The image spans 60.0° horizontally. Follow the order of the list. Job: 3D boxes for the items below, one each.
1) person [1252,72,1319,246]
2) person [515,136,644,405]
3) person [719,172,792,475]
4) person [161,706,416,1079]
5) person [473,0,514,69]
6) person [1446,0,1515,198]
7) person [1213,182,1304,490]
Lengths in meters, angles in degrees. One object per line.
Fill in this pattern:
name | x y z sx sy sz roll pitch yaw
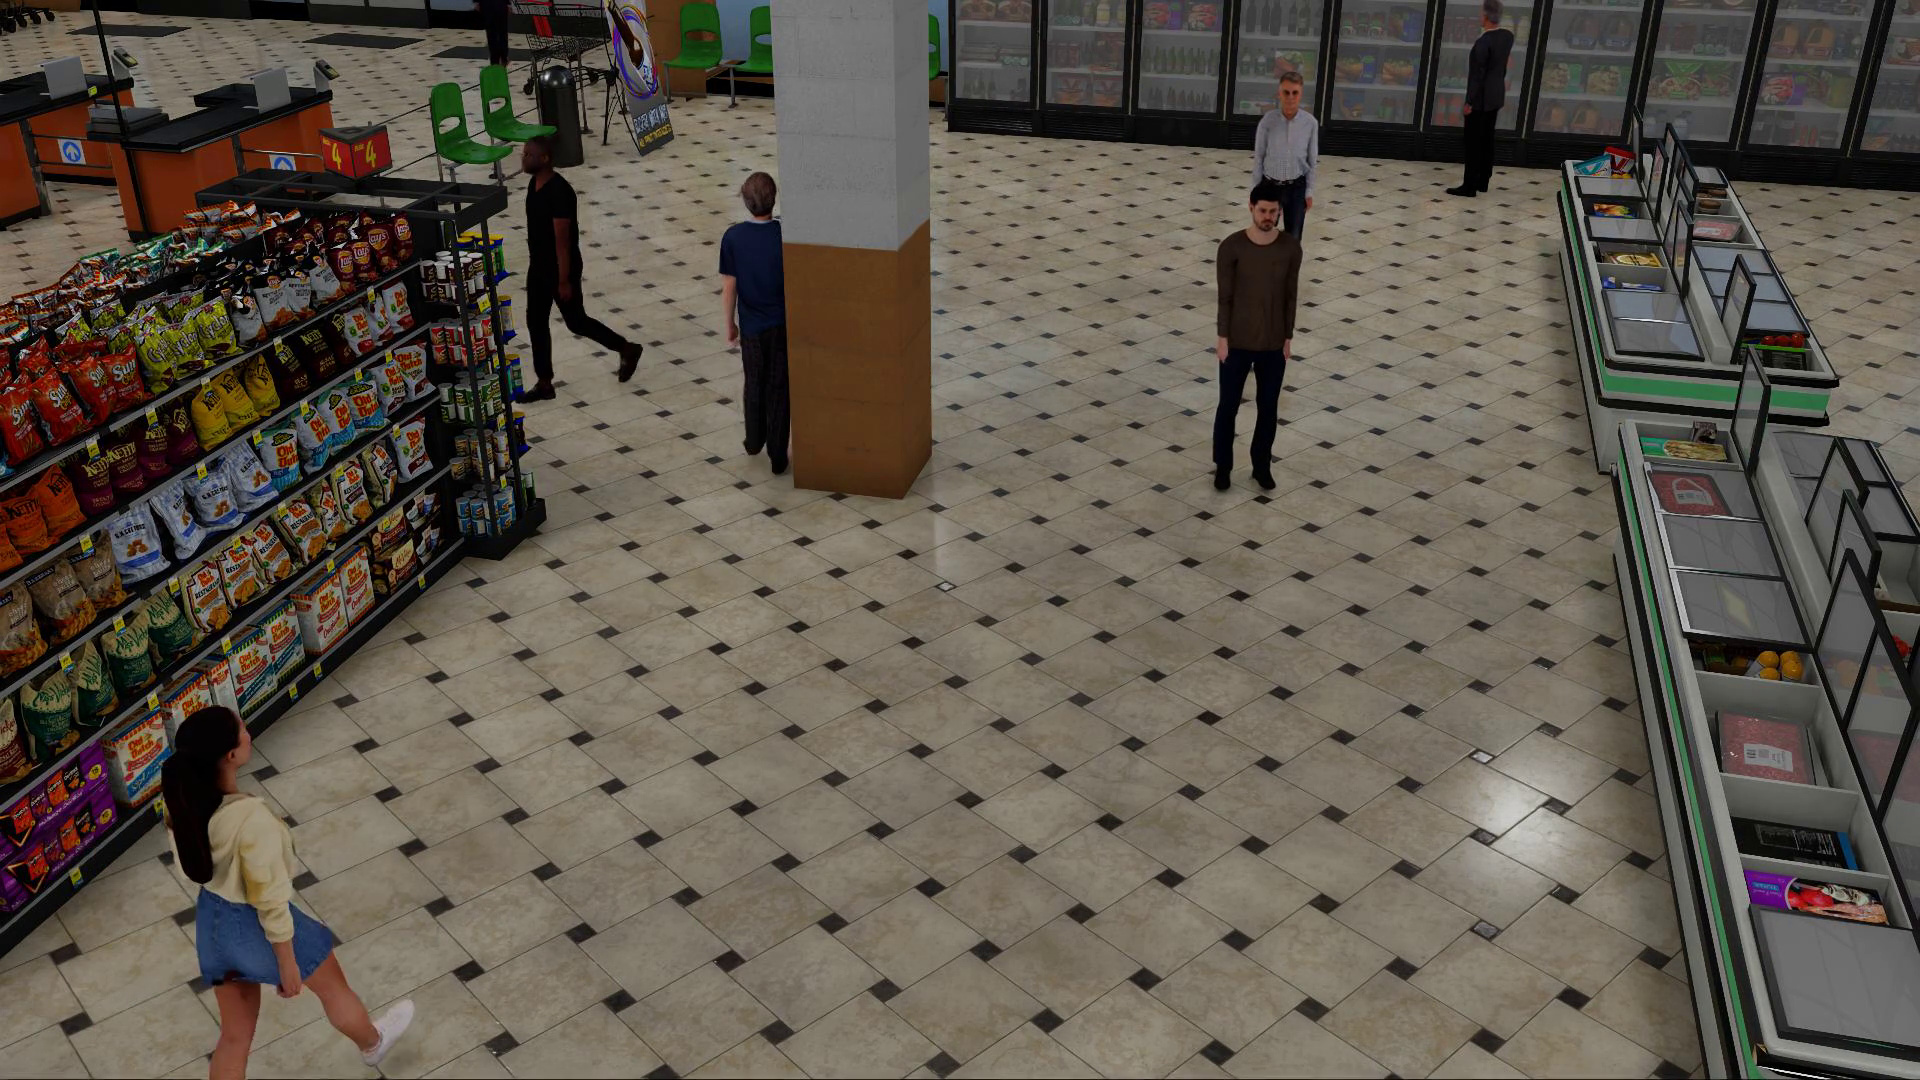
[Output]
person | 2.528 -2.756 13.021 0.669 1.817 0.590 4 27 7
person | -2.618 -1.806 11.182 1.255 1.787 1.127 -19 32 -32
person | -1.156 -1.253 10.014 0.729 1.856 0.736 1 27 3
person | -2.312 1.293 5.285 0.780 1.593 1.063 12 29 23
person | -5.903 -6.726 20.989 0.944 1.691 1.208 -4 27 -8
person | 5.006 -4.224 15.897 0.750 1.835 0.873 -23 35 -38
person | 1.749 -1.206 9.887 0.709 1.888 0.671 0 27 0
